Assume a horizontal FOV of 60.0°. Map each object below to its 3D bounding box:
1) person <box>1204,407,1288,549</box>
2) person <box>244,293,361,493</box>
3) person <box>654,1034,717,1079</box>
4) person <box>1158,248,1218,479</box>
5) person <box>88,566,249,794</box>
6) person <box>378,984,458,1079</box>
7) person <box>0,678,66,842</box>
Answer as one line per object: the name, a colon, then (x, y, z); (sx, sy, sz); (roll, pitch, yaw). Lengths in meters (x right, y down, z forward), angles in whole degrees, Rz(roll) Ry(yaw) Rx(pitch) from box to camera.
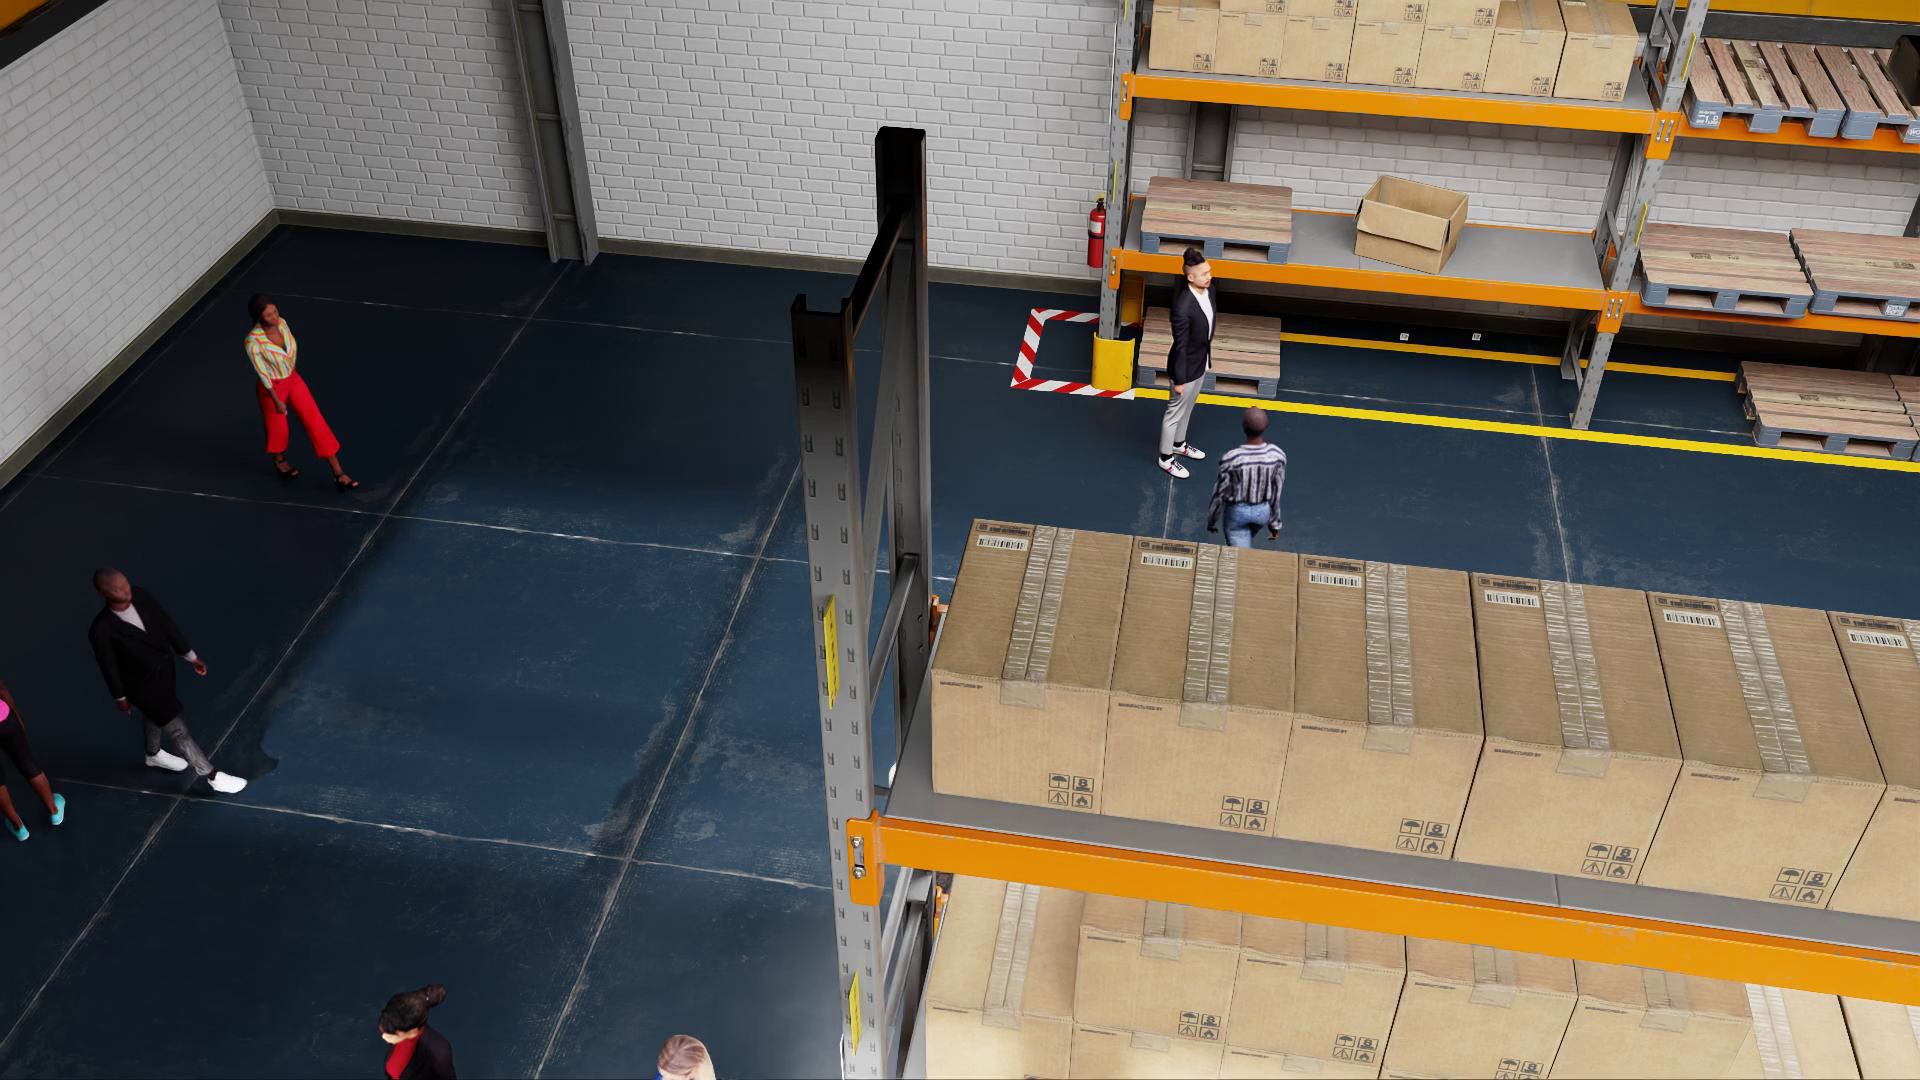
person: (1.980, -0.048, 11.396); (1.240, 1.735, 1.043); (-8, 39, -10)
person: (-5.249, -1.122, 12.742); (1.172, 1.735, 0.801); (17, 42, 20)
person: (-1.145, 2.810, 7.873); (1.181, 1.666, 1.025); (-14, 41, -17)
person: (1.773, -1.408, 12.928); (0.737, 1.950, 0.788); (21, 43, 25)
person: (-5.101, 0.840, 10.295); (1.057, 1.723, 0.678); (7, 39, 9)
person: (-2.517, 2.718, 8.012); (0.670, 1.637, 0.735); (28, 46, 30)
person: (-5.832, 1.122, 9.942); (0.656, 1.722, 0.720); (-22, 43, -25)
